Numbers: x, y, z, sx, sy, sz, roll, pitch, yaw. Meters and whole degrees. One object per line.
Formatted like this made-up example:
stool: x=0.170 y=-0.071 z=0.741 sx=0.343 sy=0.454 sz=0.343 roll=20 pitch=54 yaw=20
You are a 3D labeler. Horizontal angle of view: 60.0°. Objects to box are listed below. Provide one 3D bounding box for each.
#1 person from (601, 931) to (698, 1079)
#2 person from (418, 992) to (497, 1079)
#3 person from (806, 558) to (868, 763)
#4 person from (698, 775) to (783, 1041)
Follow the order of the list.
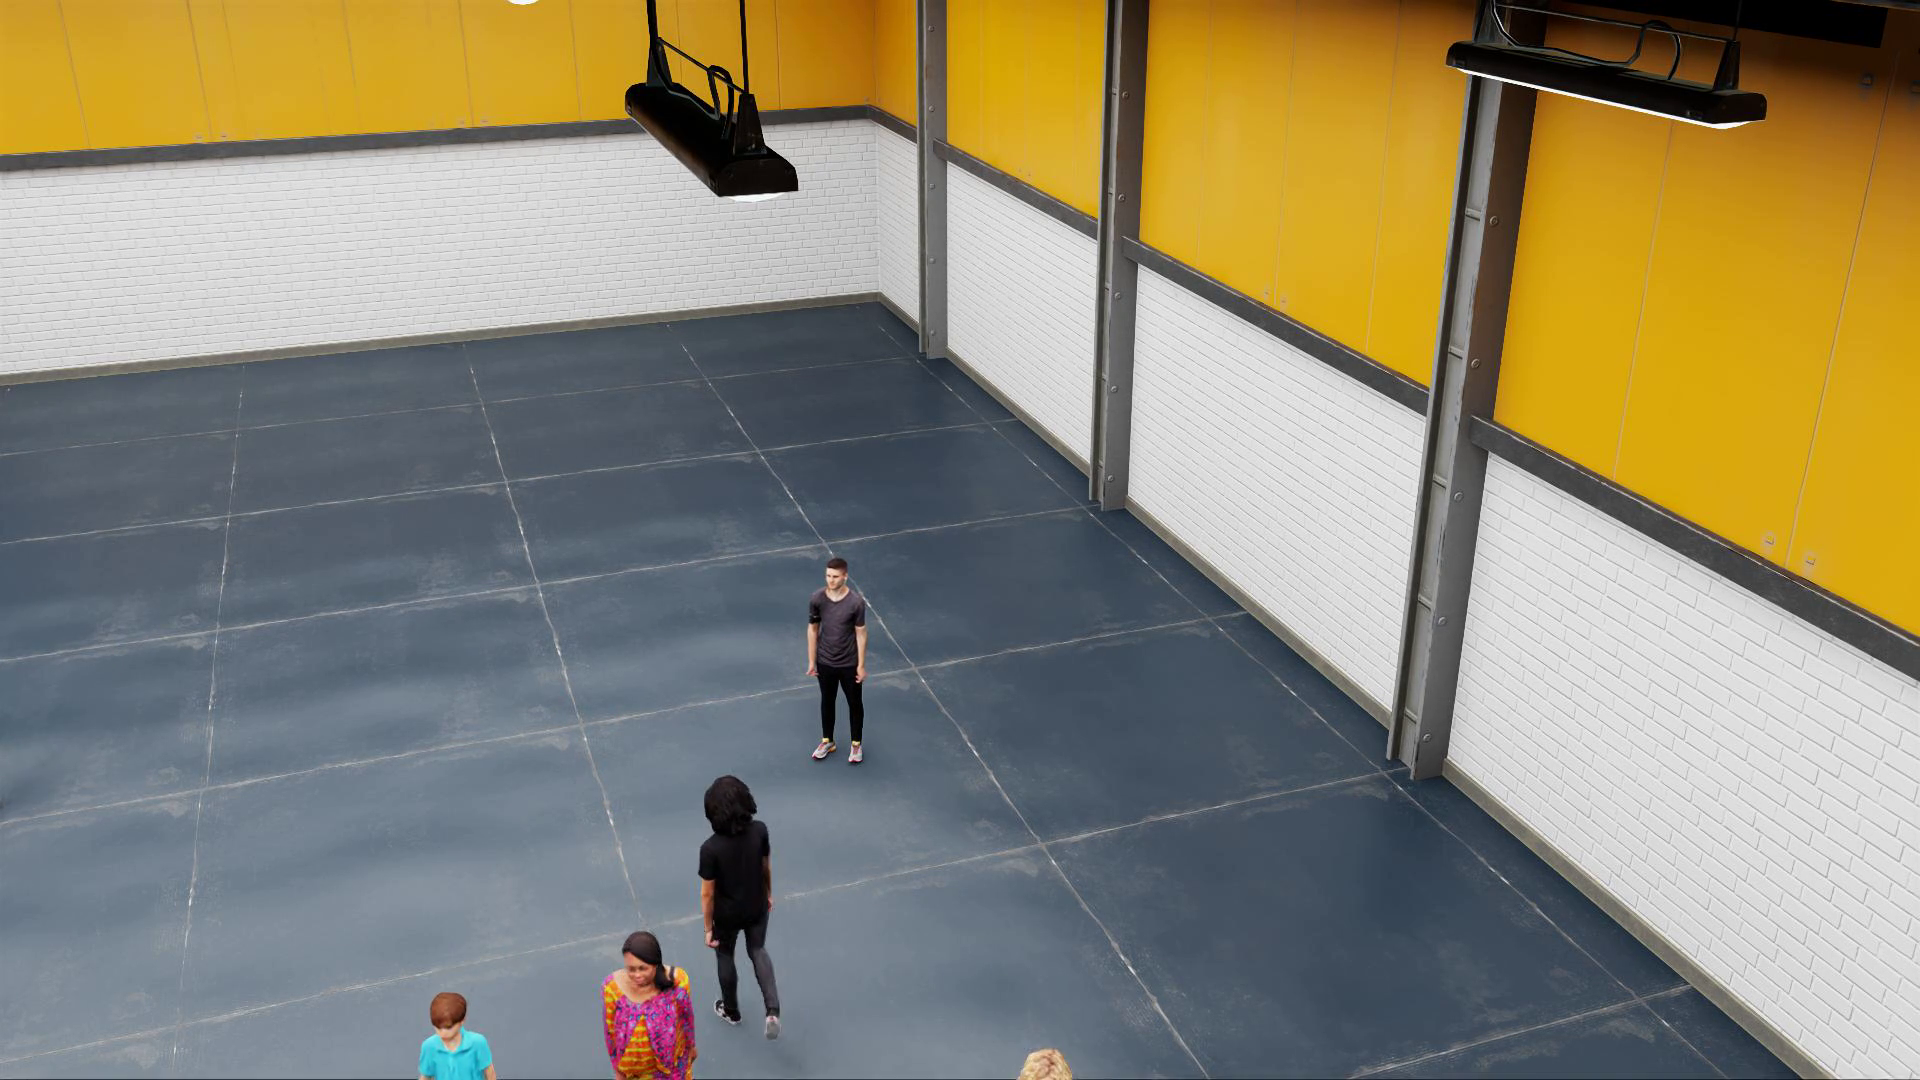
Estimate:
person: x=-1.717 y=2.820 z=9.296 sx=0.837 sy=1.643 sz=1.158 roll=-2 pitch=24 yaw=-4
person: x=-2.699 y=3.037 z=9.089 sx=0.746 sy=1.411 sz=1.015 roll=0 pitch=24 yaw=-1
person: x=-0.971 y=0.958 z=13.402 sx=0.724 sy=1.764 sz=0.733 roll=5 pitch=24 yaw=12
person: x=-1.315 y=2.300 z=10.265 sx=0.753 sy=1.819 sz=0.962 roll=-15 pitch=28 yaw=-31
